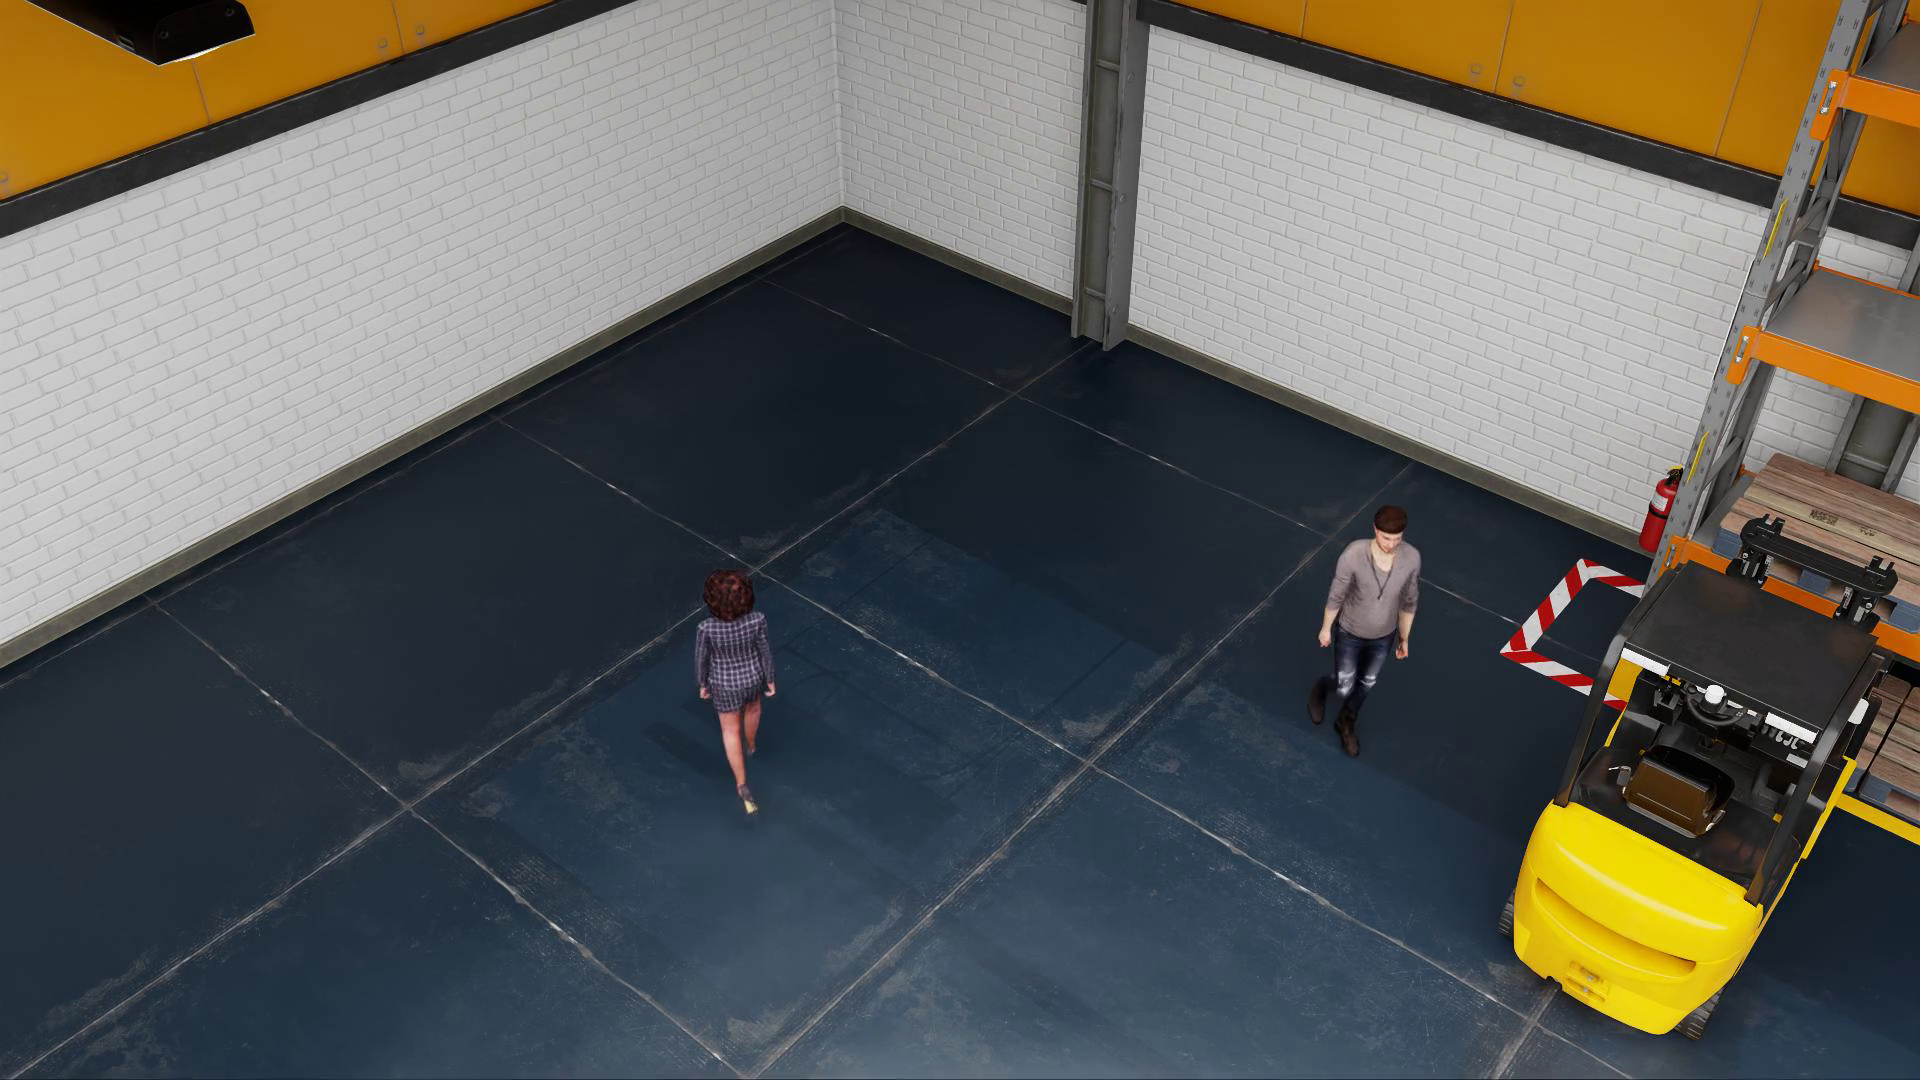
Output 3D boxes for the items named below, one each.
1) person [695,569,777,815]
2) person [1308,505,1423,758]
[{"bbox_3d":[-1.308,0.901,9.850,0.977,1.678,1.100,-9,39,-11],"label":"person"},{"bbox_3d":[2.467,0.482,10.206,0.878,1.889,0.937,-2,39,-3],"label":"person"}]
